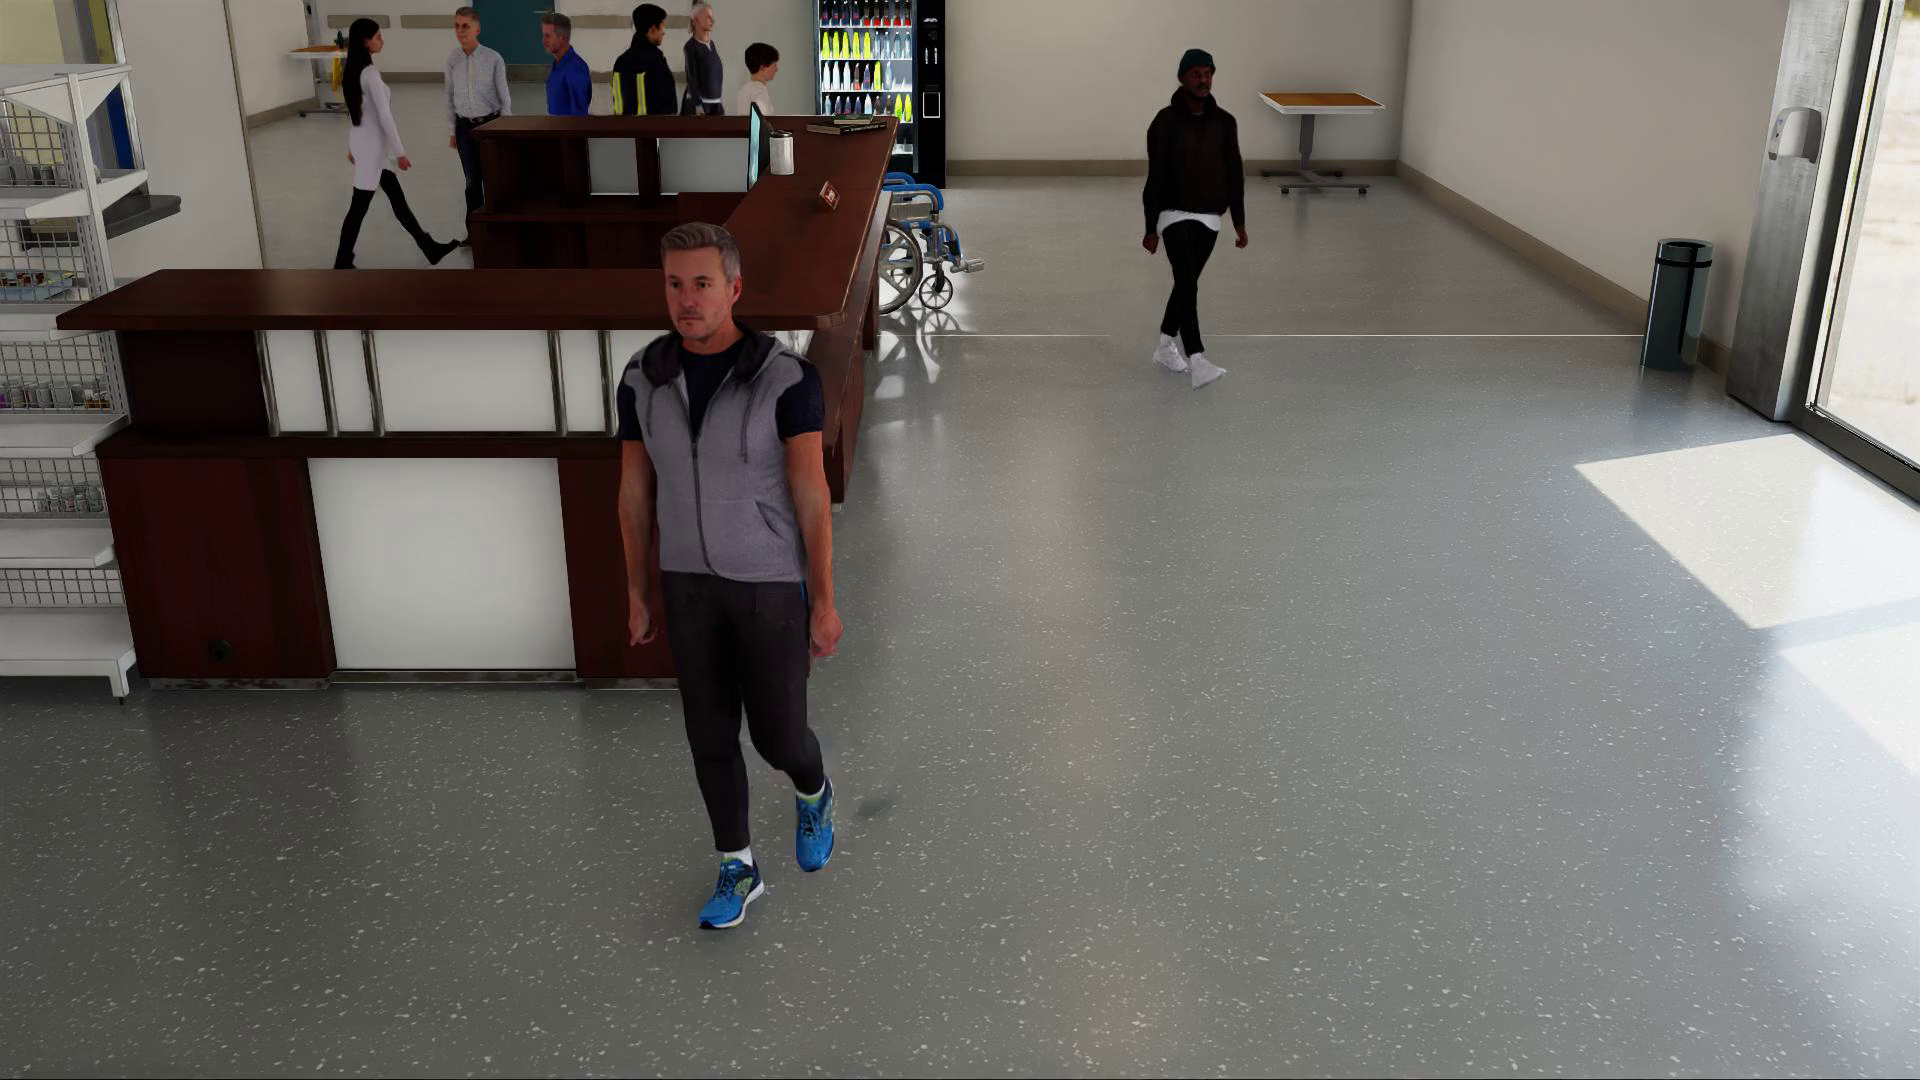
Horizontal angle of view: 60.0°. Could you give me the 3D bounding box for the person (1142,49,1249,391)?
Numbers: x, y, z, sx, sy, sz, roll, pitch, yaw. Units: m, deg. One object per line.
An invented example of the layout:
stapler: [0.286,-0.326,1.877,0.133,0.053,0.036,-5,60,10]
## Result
person: [1.224,-1.749,9.132,1.191,1.771,1.041,-9,22,-22]

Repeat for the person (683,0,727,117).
person: [-2.376,-3.943,14.999,0.741,1.718,0.717,11,23,27]

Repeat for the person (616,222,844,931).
person: [-0.531,0.095,4.198,0.796,1.818,0.888,6,22,15]

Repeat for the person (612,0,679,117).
person: [-2.200,-2.625,11.279,1.267,1.889,1.312,18,27,39]

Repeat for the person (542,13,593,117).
person: [-2.695,-2.853,12.000,0.991,1.803,0.903,-7,22,-17]

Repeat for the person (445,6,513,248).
person: [-3.692,-3.171,12.820,0.511,1.817,0.730,2,21,5]

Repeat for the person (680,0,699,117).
person: [-3.004,-5.646,19.348,1.228,1.822,1.245,16,26,35]

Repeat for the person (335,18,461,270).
person: [-4.176,-2.636,11.493,1.233,1.757,1.046,-14,25,-32]

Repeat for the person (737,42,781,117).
person: [-1.492,-2.576,11.541,1.231,1.611,0.914,-9,22,-22]
